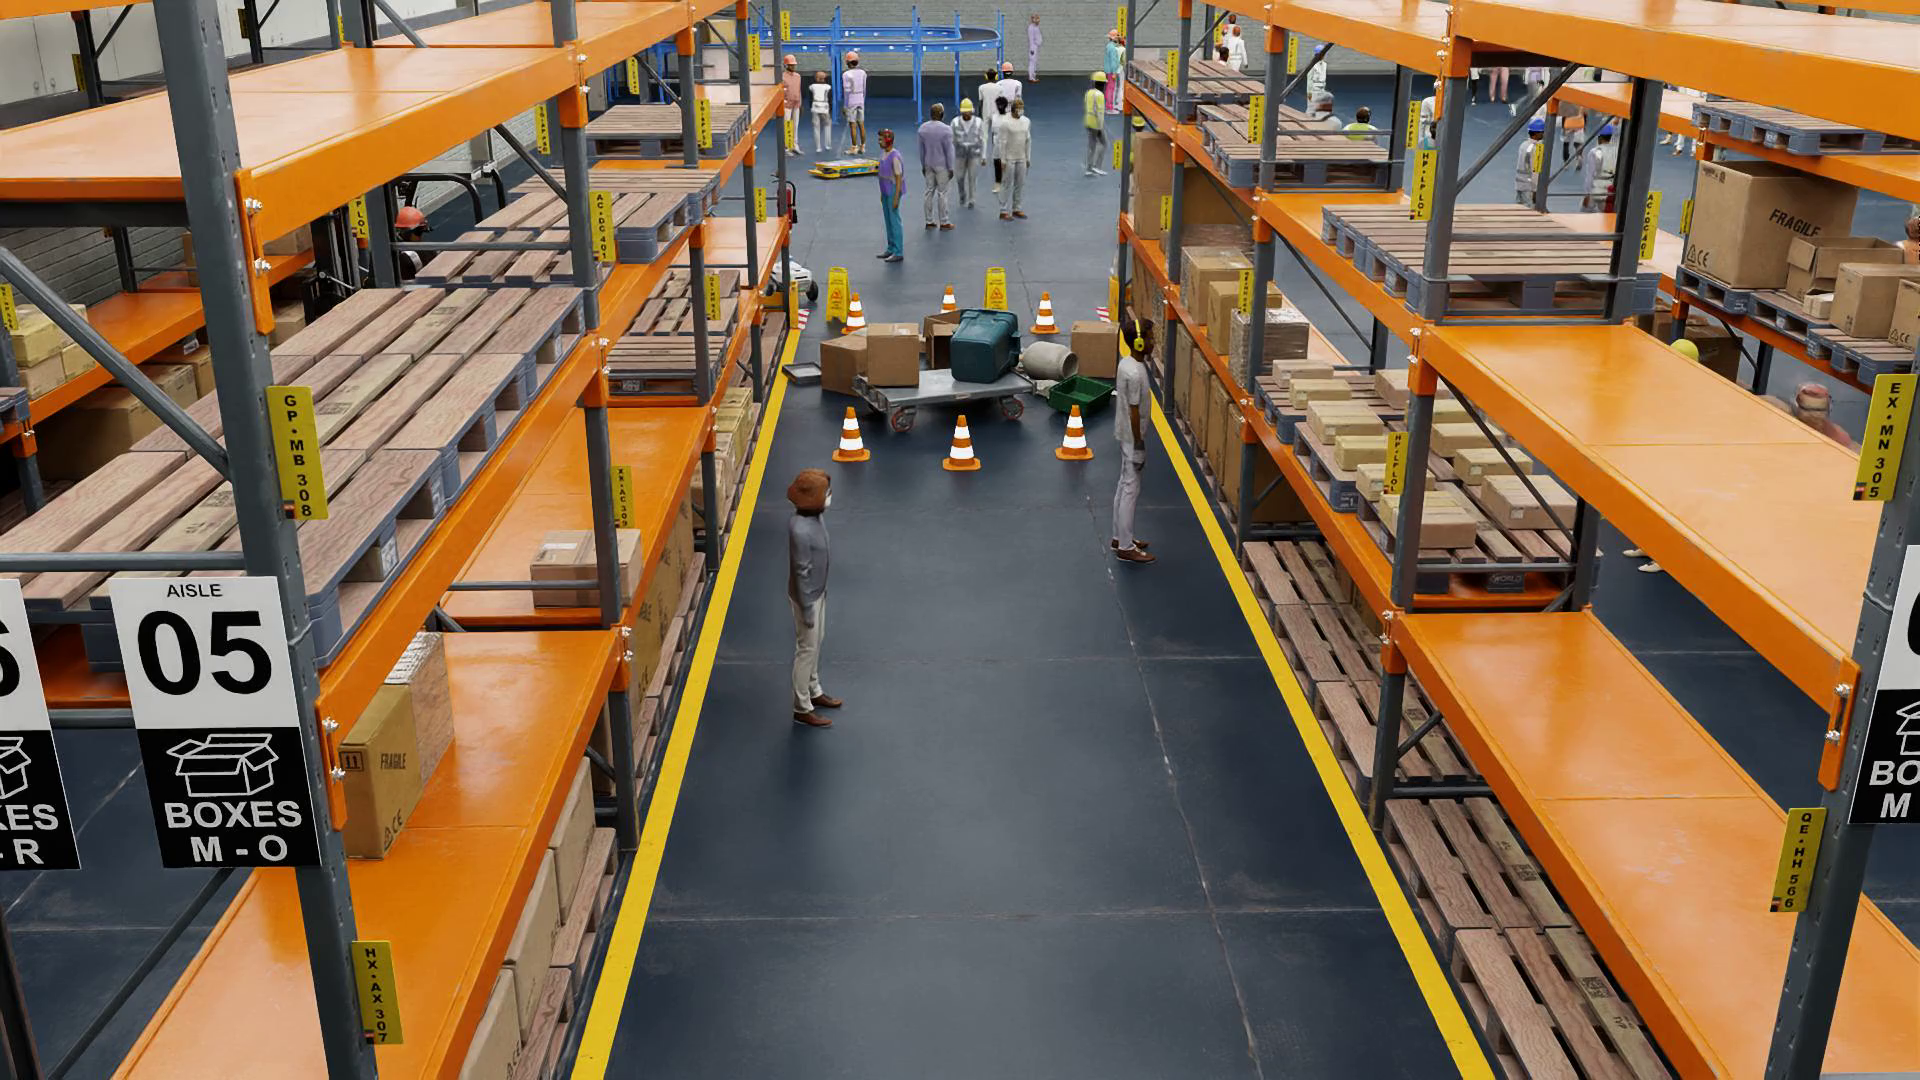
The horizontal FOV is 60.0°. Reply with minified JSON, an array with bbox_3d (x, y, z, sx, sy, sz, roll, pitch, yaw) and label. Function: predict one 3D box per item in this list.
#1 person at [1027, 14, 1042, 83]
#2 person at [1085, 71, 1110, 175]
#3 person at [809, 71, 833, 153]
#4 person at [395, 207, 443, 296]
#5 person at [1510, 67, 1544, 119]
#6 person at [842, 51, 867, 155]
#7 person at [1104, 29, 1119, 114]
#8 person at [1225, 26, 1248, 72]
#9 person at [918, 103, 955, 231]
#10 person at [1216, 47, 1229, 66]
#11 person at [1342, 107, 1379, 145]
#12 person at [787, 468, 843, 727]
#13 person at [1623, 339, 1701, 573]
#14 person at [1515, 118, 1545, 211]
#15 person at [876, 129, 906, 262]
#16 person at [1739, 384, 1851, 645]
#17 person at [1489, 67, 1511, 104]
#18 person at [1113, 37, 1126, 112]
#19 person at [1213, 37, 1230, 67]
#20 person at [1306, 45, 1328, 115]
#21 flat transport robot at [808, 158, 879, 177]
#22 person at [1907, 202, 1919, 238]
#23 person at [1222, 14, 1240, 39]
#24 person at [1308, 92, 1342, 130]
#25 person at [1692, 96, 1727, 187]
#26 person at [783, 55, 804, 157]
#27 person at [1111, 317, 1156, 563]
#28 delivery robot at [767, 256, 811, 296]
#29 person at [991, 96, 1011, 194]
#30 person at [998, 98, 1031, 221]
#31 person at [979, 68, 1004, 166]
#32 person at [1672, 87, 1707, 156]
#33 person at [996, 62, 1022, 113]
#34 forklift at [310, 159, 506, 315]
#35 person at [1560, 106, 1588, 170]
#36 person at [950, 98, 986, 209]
[{"bbox_3d":[2.171,-14.244,48.190,0.409,1.909,0.639,5,21,14],"label":"person"},{"bbox_3d":[2.587,-7.779,31.105,0.502,1.910,0.586,-9,23,-22],"label":"person"},{"bbox_3d":[-2.842,-8.815,34.236,0.523,1.607,0.688,4,21,10],"label":"person"},{"bbox_3d":[-5.249,-2.222,16.223,0.369,2.045,0.608,5,21,14],"label":"person"},{"bbox_3d":[13.624,-11.019,39.720,0.875,1.898,0.584,16,26,36],"label":"person"},{"bbox_3d":[-2.162,-8.855,33.754,0.390,2.045,0.607,18,27,39],"label":"person"},{"bbox_3d":[3.732,-11.462,40.713,0.392,1.992,0.623,-3,21,-7],"label":"person"},{"bbox_3d":[7.273,-12.602,43.927,0.841,1.852,0.582,-17,27,-38],"label":"person"},{"bbox_3d":[-0.354,-5.780,25.780,0.629,1.936,0.373,13,24,31],"label":"person"},{"bbox_3d":[5.727,-9.923,36.775,0.400,1.907,0.599,-4,21,-11],"label":"person"},{"bbox_3d":[6.267,-5.854,26.104,0.635,1.842,0.429,14,25,32],"label":"person"},{"bbox_3d":[-0.892,0.339,10.039,0.291,1.625,0.506,2,21,5],"label":"person"},{"bbox_3d":[5.259,-0.628,12.397,0.310,1.768,0.533,1,21,3],"label":"person"},{"bbox_3d":[8.159,-5.058,23.851,0.387,1.948,0.605,-1,21,-4],"label":"person"},{"bbox_3d":[-0.962,-4.869,23.498,0.375,1.841,0.567,-8,22,-20],"label":"person"},{"bbox_3d":[5.430,-0.089,10.840,0.677,1.859,0.951,2,21,6],"label":"person"},{"bbox_3d":[13.949,-12.212,42.864,0.646,1.873,0.853,1,21,2],"label":"person"},{"bbox_3d":[3.951,-11.502,41.025,0.386,1.845,0.568,-9,22,-22],"label":"person"},{"bbox_3d":[6.111,-11.032,39.704,0.575,1.897,0.947,8,22,20],"label":"person"},{"bbox_3d":[7.834,-9.871,36.571,0.605,1.951,0.381,-19,28,-41],"label":"person"},{"bbox_3d":[-2.088,-7.034,31.407,1.431,0.197,0.652,-14,25,-33],"label":"flat transport robot"},{"bbox_3d":[14.267,-5.189,24.497,0.486,1.736,0.320,1,21,3],"label":"person"},{"bbox_3d":[7.911,-14.378,48.574,0.584,1.882,0.344,15,25,34],"label":"person"},{"bbox_3d":[5.752,-6.184,26.698,0.708,2.000,0.785,17,27,38],"label":"person"},{"bbox_3d":[12.651,-6.592,28.014,0.519,1.874,0.326,9,23,22],"label":"person"},{"bbox_3d":[-3.420,-8.776,33.615,0.377,1.995,0.612,17,27,38],"label":"person"},{"bbox_3d":[1.333,-0.759,12.592,0.328,1.877,0.509,-1,21,-3],"label":"person"},{"bbox_3d":[-2.194,-3.377,21.218,0.477,0.478,0.707,-13,25,-31],"label":"delivery robot"},{"bbox_3d":[0.793,-6.968,29.269,0.549,1.679,0.597,14,25,33],"label":"person"},{"bbox_3d":[0.875,-6.101,26.646,0.627,1.929,0.379,-16,26,-36],"label":"person"},{"bbox_3d":[0.600,-8.210,32.316,0.504,1.861,0.325,2,21,7],"label":"person"},{"bbox_3d":[14.787,-8.715,33.637,0.592,1.873,0.368,14,25,33],"label":"person"},{"bbox_3d":[0.934,-8.403,32.724,0.543,1.929,0.386,-2,21,-5],"label":"person"},{"bbox_3d":[-5.622,-2.910,17.832,2.313,2.155,1.214,-1,21,-1],"label":"forklift"},{"bbox_3d":[11.665,-7.841,31.579,0.539,1.678,0.645,1,21,2],"label":"person"},{"bbox_3d":[0.119,-6.400,27.587,0.632,1.811,0.434,1,21,3],"label":"person"}]
